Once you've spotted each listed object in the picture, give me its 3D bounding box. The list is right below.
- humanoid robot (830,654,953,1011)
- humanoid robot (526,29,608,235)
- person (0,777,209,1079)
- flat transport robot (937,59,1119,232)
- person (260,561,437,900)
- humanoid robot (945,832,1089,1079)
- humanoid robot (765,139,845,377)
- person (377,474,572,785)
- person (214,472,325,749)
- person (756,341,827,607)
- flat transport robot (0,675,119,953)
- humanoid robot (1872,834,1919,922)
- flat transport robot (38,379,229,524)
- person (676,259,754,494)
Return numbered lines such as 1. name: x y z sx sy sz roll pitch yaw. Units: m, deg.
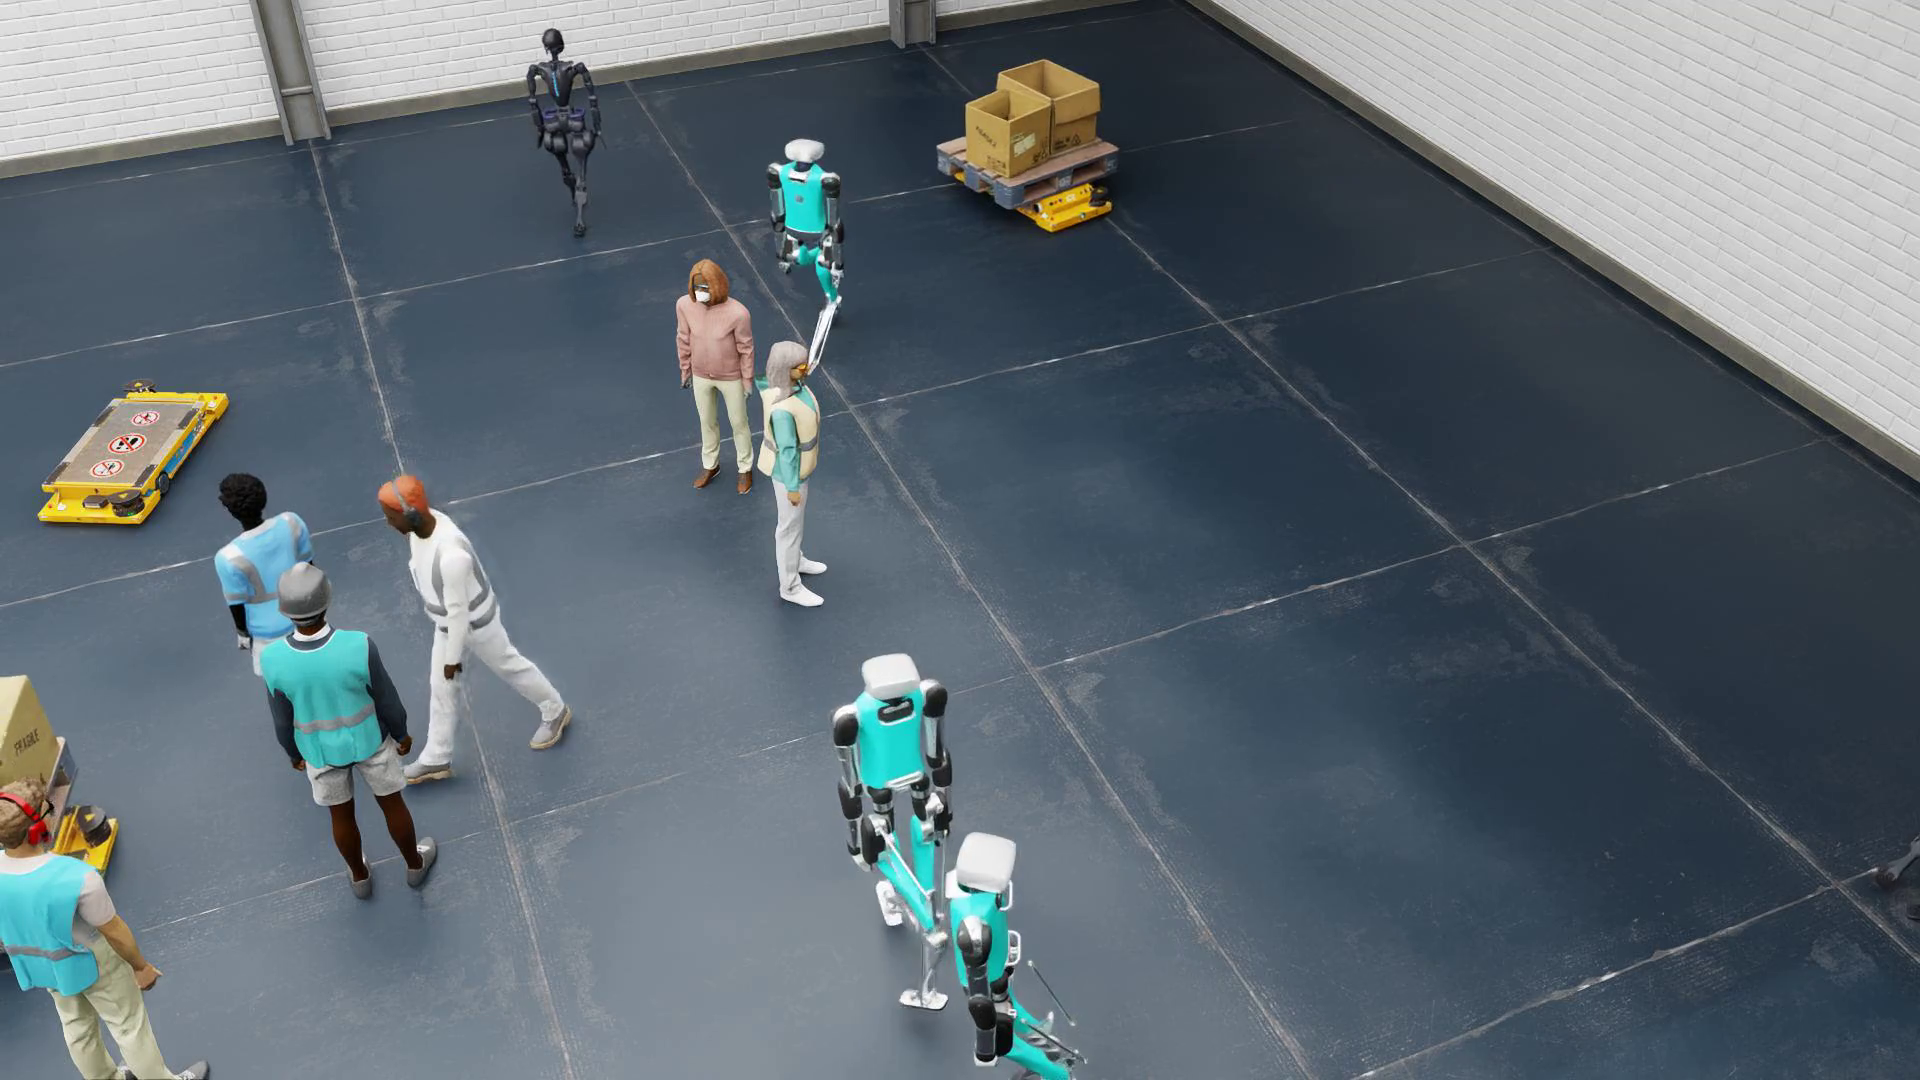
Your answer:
1. humanoid robot: -0.167 1.386 7.291 0.548 1.736 1.058 -18 41 -21
2. humanoid robot: -3.181 -3.359 13.527 0.587 1.625 0.771 -1 38 -1
3. person: -3.580 1.718 6.746 0.568 1.840 0.373 5 38 6
4. flat transport robot: 0.590 -3.058 14.255 0.659 0.231 1.431 -25 44 -29
5. person: -2.844 0.922 7.703 0.569 1.938 0.416 -9 38 -11
6. humanoid robot: 0.278 1.876 6.659 0.659 1.836 0.534 1 38 2
7. humanoid robot: -0.974 -2.141 11.904 0.535 1.778 1.043 11 39 14
8. person: -2.539 0.417 8.453 0.984 1.830 0.557 -29 46 -32
9. person: -3.516 0.378 8.616 0.319 1.688 0.535 20 42 24
10. person: -0.977 -0.396 9.606 0.364 1.708 0.472 1 38 1
11. flat transport robot: -4.939 1.673 8.095 1.431 0.231 0.659 -6 38 -8
12. humanoid robot: 4.719 1.156 7.612 0.426 1.636 0.599 -5 38 -7
13. flat transport robot: -5.475 -0.598 11.052 0.659 0.231 1.431 2 38 2
14. person: -1.530 -1.026 10.488 0.502 1.632 0.282 8 38 11
